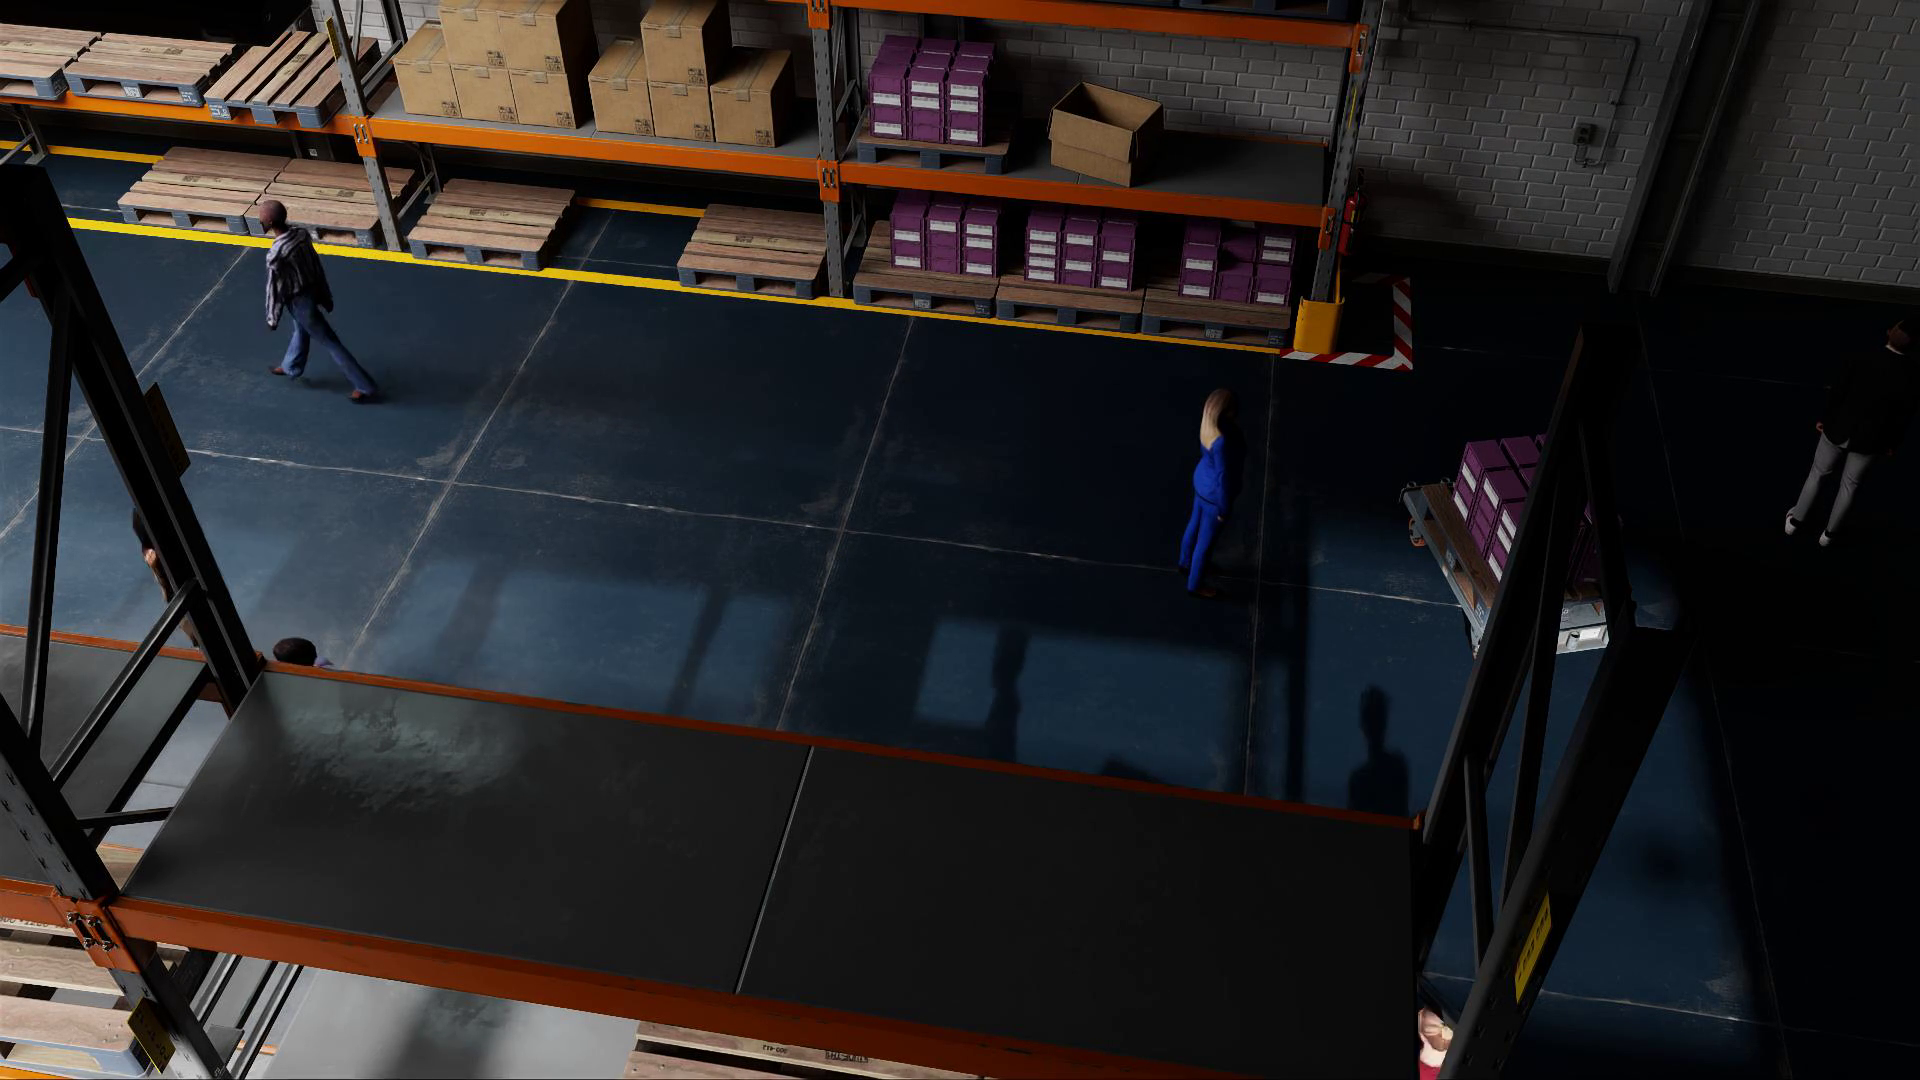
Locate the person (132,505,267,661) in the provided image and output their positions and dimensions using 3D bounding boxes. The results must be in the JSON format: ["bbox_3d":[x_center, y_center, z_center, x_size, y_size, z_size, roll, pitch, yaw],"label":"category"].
[{"bbox_3d":[-4.714,0.343,10.452,0.836,1.641,0.567,5,44,5],"label":"person"}]

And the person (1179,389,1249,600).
[{"bbox_3d":[1.676,-0.324,11.110,0.642,1.700,0.685,-5,44,-5],"label":"person"}]

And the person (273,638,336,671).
[{"bbox_3d":[-3.602,1.123,9.698,0.616,1.552,0.584,4,44,4],"label":"person"}]

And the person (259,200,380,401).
[{"bbox_3d":[-4.836,-1.741,12.563,1.168,1.748,0.662,5,44,5],"label":"person"}]

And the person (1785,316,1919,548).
[{"bbox_3d":[6.165,-0.767,11.394,0.701,1.950,0.850,26,49,25],"label":"person"}]
